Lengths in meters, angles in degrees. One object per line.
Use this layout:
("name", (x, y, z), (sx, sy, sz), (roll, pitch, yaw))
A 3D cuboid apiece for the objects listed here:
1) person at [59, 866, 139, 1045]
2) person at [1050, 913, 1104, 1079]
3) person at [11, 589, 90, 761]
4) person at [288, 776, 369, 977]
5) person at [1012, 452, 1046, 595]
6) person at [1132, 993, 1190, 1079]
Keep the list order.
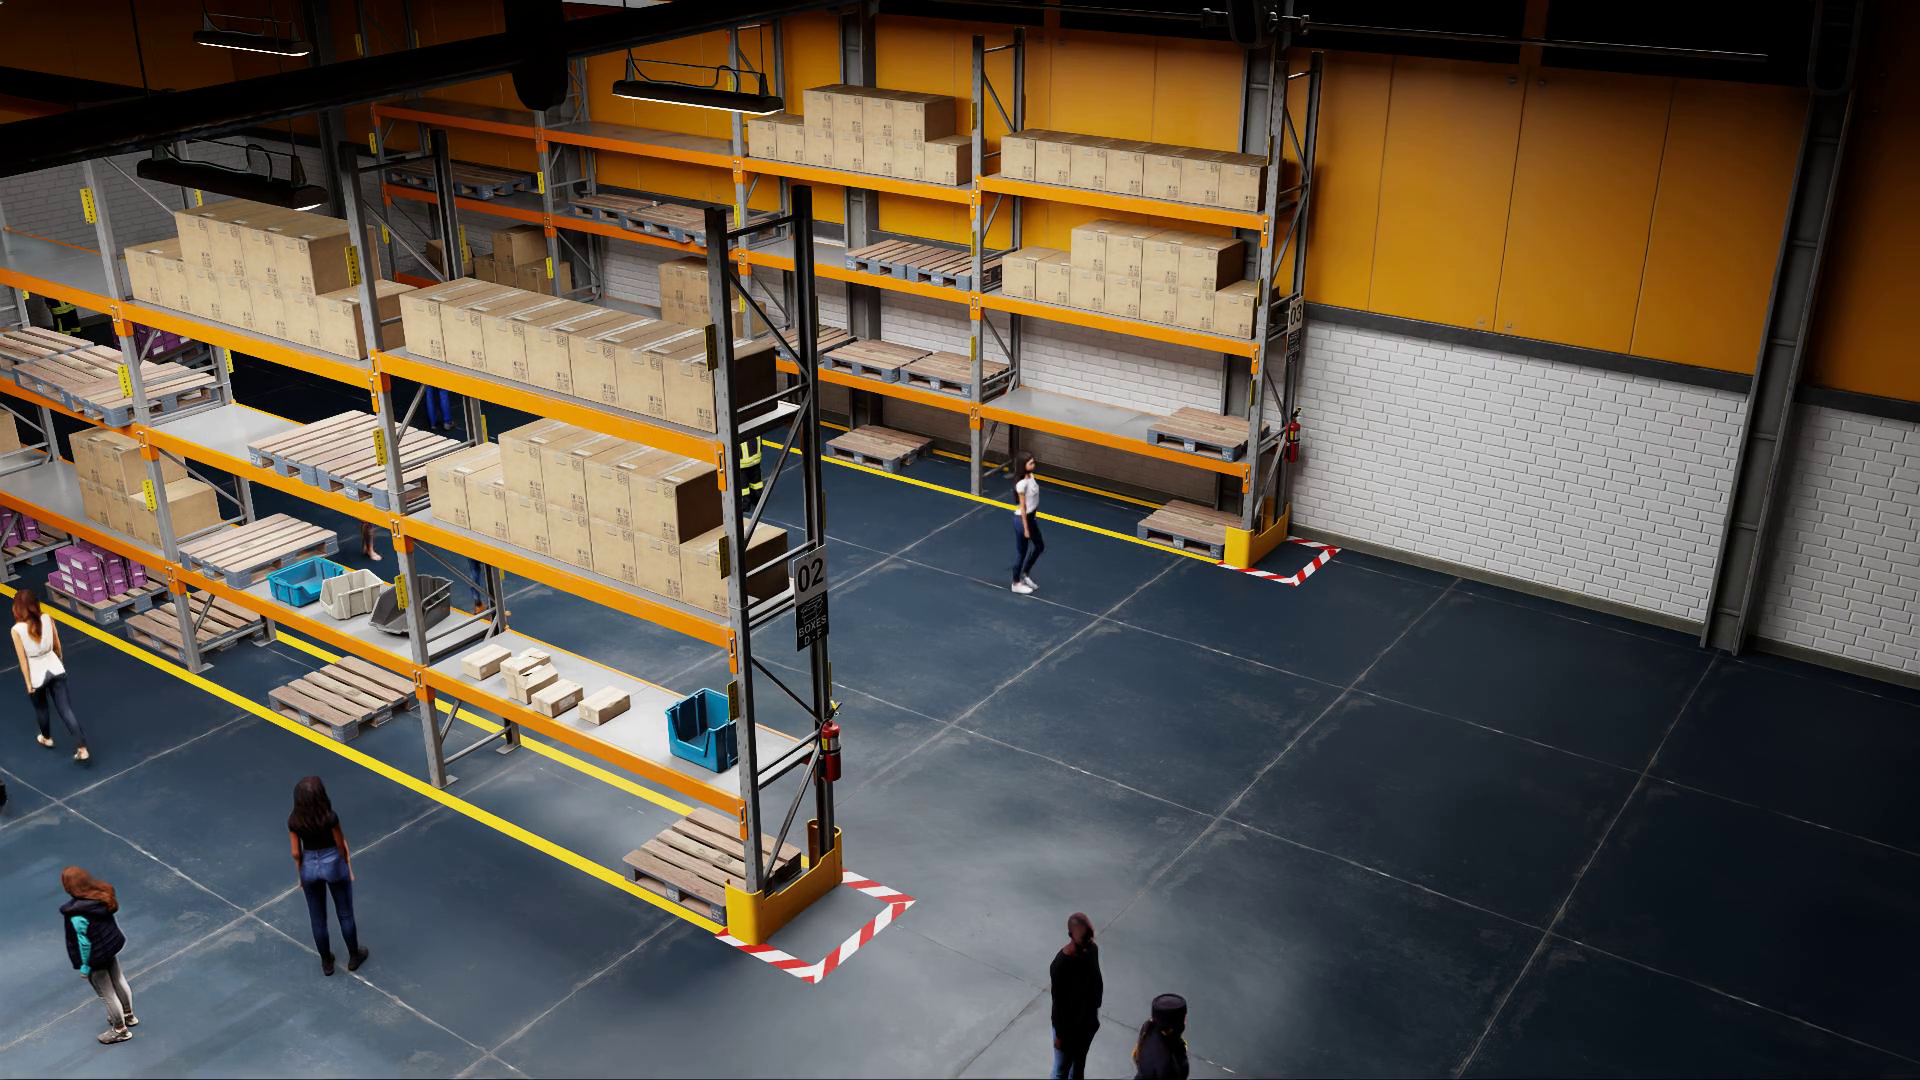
("person", (-6.362, 3.036, 12.284), (0.739, 1.500, 0.689), (-2, 24, -4))
("person", (0.779, 3.284, 11.406), (0.568, 1.750, 0.619), (20, 31, 38))
("person", (-8.666, 1.337, 15.869), (1.093, 1.742, 0.611), (17, 29, 34))
("person", (-4.950, 2.610, 12.960), (0.643, 1.740, 0.699), (-5, 24, -11))
("person", (0.673, -0.200, 19.358), (0.656, 1.764, 0.667), (8, 25, 19))
("person", (1.172, 3.670, 10.690), (1.234, 1.615, 1.115), (0, 24, 0))
